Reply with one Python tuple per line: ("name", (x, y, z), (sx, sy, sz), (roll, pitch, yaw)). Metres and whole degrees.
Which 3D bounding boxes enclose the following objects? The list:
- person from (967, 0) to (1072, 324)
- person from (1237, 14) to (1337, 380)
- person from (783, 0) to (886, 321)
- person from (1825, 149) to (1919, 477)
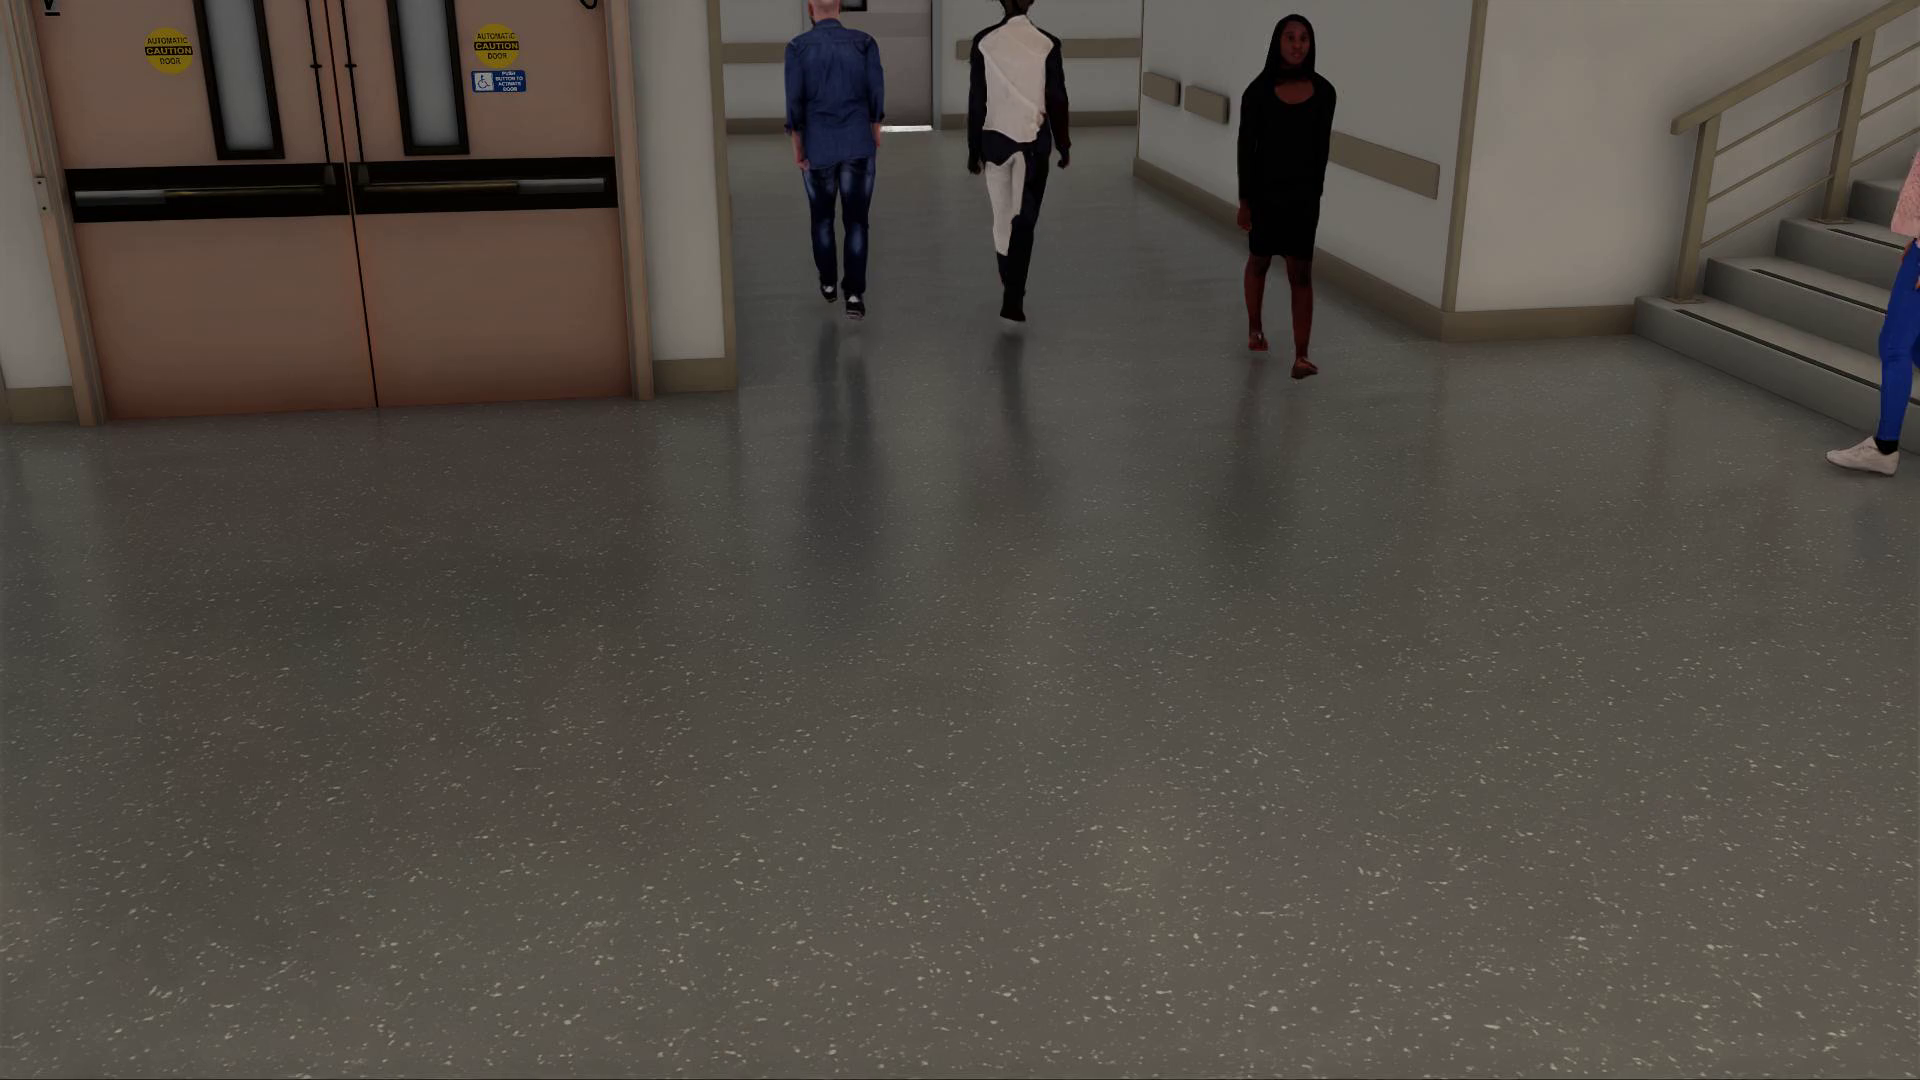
("person", (0.293, -2.078, 9.008), (1.263, 1.846, 1.076), (4, 21, 11))
("person", (1.539, -1.651, 8.146), (1.182, 1.659, 0.805), (-1, 21, -2))
("person", (-0.652, -2.056, 9.046), (1.168, 1.778, 0.861), (-1, 21, -3))
("person", (3.932, -1.101, 6.557), (0.934, 1.755, 0.886), (15, 25, 34))
